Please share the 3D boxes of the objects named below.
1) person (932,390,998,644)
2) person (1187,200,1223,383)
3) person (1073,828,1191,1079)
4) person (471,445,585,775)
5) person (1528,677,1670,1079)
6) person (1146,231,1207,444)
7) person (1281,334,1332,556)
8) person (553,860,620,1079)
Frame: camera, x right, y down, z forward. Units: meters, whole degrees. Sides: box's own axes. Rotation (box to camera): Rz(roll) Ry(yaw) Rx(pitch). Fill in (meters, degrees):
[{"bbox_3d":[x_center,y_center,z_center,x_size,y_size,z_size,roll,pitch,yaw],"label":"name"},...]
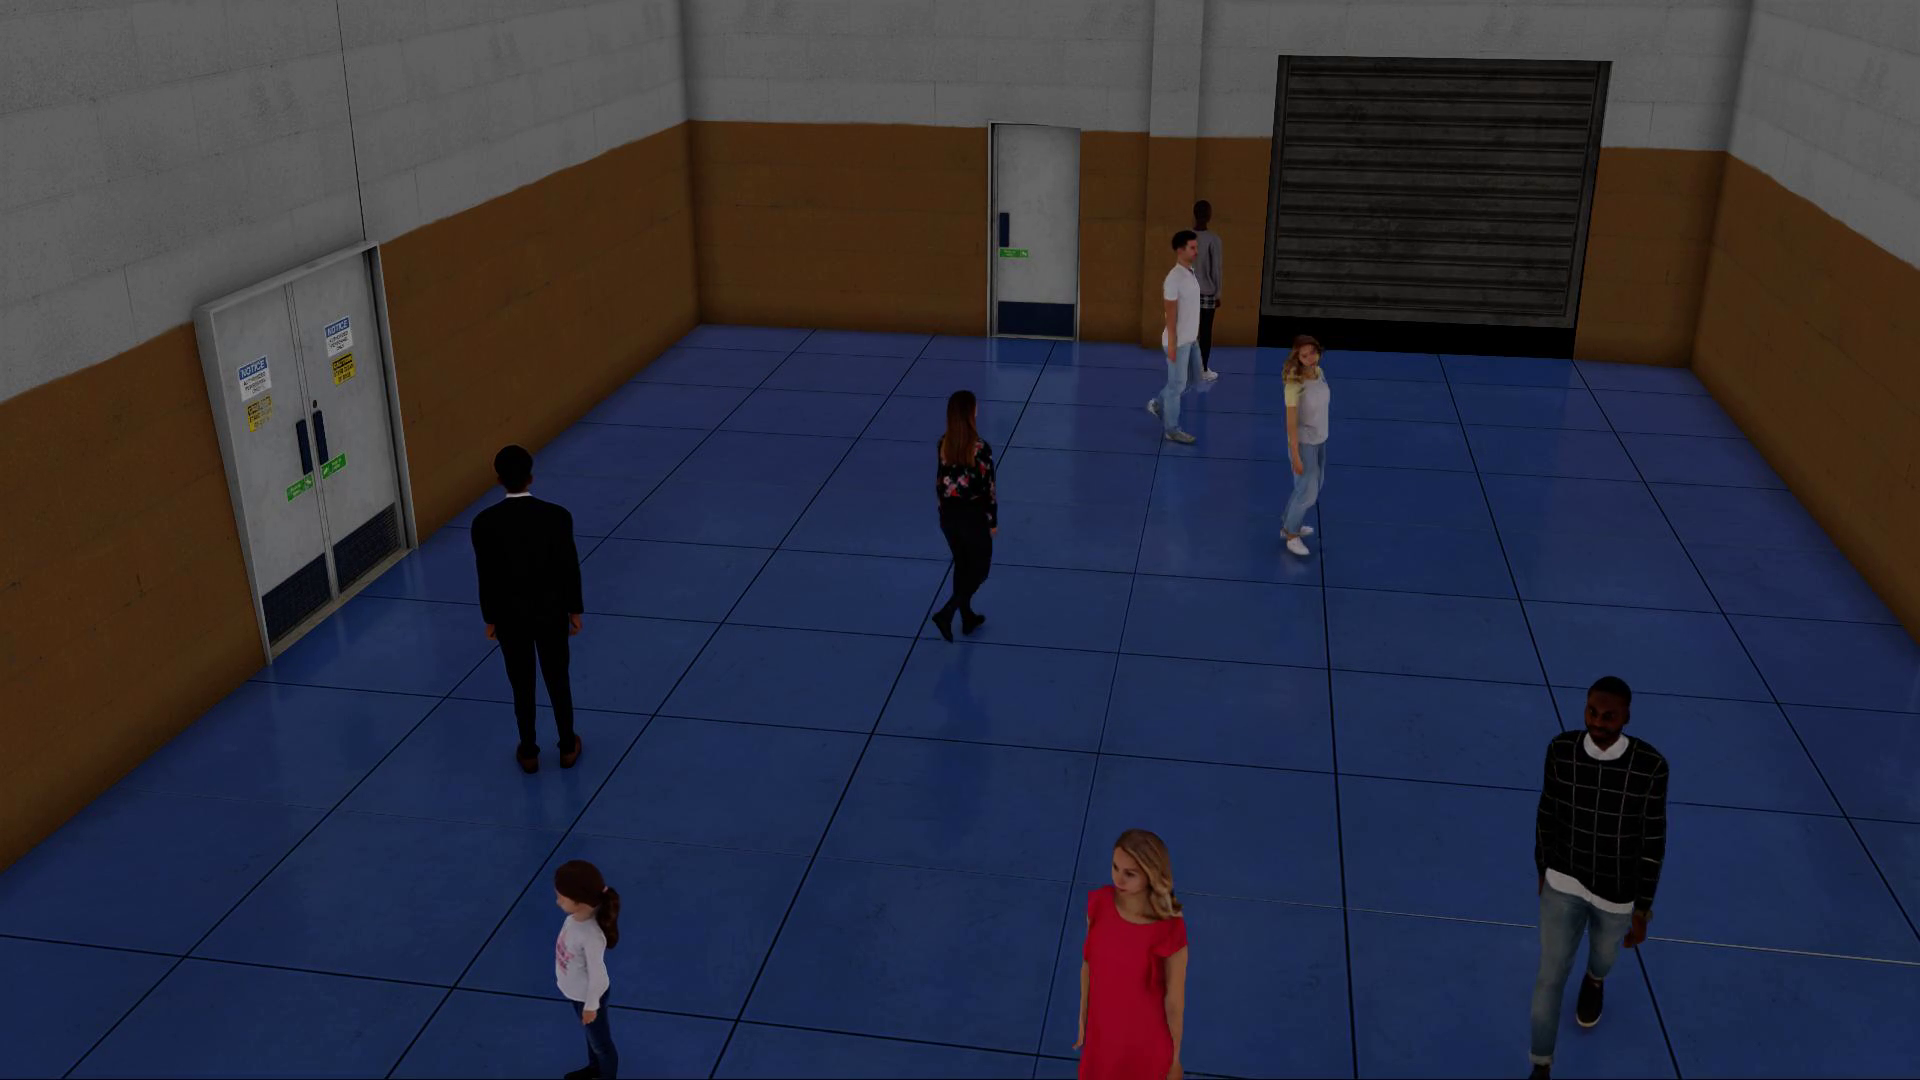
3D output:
[{"bbox_3d":[0.000,-0.112,10.593,0.912,1.669,0.881,16,27,34],"label":"person"},{"bbox_3d":[2.324,-2.427,16.216,0.625,1.772,0.752,15,26,33],"label":"person"},{"bbox_3d":[0.666,1.738,5.940,0.971,1.704,0.939,19,29,39],"label":"person"},{"bbox_3d":[-2.341,0.385,9.069,0.670,1.884,0.831,-6,23,-15],"label":"person"},{"bbox_3d":[2.615,1.358,6.796,1.261,1.773,0.958,11,24,25],"label":"person"},{"bbox_3d":[1.846,-1.770,14.474,0.895,1.852,0.814,12,25,28],"label":"person"},{"bbox_3d":[2.462,-0.667,11.946,0.752,1.674,0.858,8,23,19],"label":"person"},{"bbox_3d":[-1.490,1.765,6.667,0.590,1.113,0.535,-11,24,-25],"label":"person"}]
